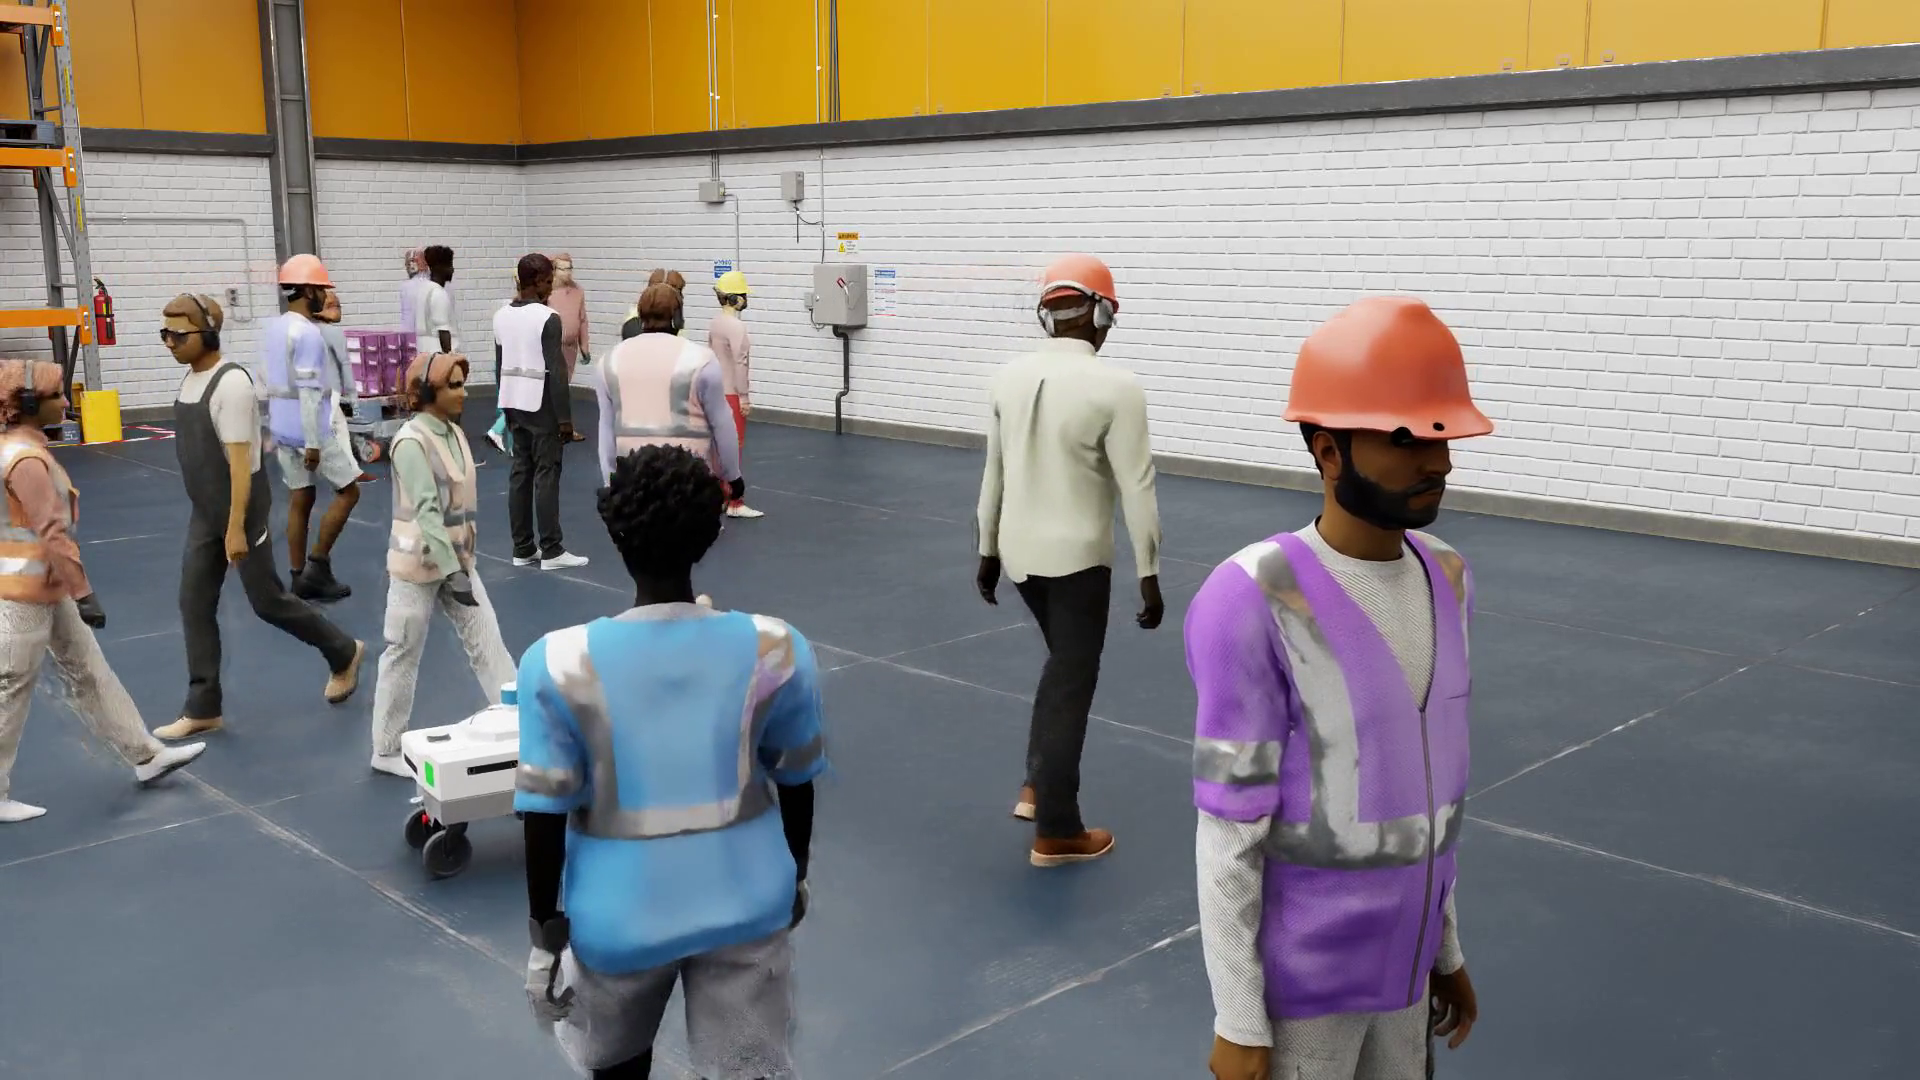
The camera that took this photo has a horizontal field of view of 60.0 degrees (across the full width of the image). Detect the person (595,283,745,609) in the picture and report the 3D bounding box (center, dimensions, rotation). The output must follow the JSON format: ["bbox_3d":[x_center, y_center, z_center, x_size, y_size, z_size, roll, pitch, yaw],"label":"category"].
[{"bbox_3d":[-1.346,-0.316,7.942,0.626,1.796,0.943,4,11,19],"label":"person"}]

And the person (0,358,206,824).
[{"bbox_3d":[-3.118,0.175,5.794,0.812,1.597,0.522,-5,12,-26],"label":"person"}]

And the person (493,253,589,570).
[{"bbox_3d":[-2.586,-0.774,10.114,0.587,1.914,0.391,8,13,36],"label":"person"}]

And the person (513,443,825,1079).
[{"bbox_3d":[-0.526,0.649,3.047,0.555,1.655,0.859,-3,11,-16],"label":"person"}]

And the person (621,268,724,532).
[{"bbox_3d":[-1.936,-0.894,11.078,0.851,1.796,0.679,5,11,23],"label":"person"}]

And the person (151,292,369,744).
[{"bbox_3d":[-2.902,-0.112,6.818,0.526,1.814,0.863,8,13,38],"label":"person"}]

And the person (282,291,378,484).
[{"bbox_3d":[-5.069,-1.185,13.238,0.507,1.588,0.875,7,13,35],"label":"person"}]

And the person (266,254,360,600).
[{"bbox_3d":[-3.584,-0.608,9.190,0.546,1.916,0.435,10,14,42],"label":"person"}]

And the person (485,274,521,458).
[{"bbox_3d":[-3.974,-1.588,15.035,0.493,1.727,0.572,-6,12,-30],"label":"person"}]

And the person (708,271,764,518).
[{"bbox_3d":[-1.641,-1.045,11.990,0.329,1.769,0.526,-6,12,-30],"label":"person"}]

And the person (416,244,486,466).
[{"bbox_3d":[-4.567,-1.582,14.471,0.622,1.975,0.646,-7,13,-34],"label":"person"}]

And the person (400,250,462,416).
[{"bbox_3d":[-5.205,-1.914,16.395,0.613,1.880,0.659,4,11,21],"label":"person"}]

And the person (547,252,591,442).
[{"bbox_3d":[-4.034,-1.926,16.532,0.834,1.864,0.658,7,12,32],"label":"person"}]

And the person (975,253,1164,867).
[{"bbox_3d":[0.359,0.067,5.399,0.525,1.955,0.720,-10,14,-42],"label":"person"}]

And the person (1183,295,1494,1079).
[{"bbox_3d":[0.577,0.617,2.460,0.543,1.939,0.360,-8,13,-37],"label":"person"}]

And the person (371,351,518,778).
[{"bbox_3d":[-1.836,0.115,6.120,0.848,1.598,0.514,2,11,10],"label":"person"}]

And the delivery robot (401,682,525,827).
[{"bbox_3d":[-1.450,0.710,5.469,0.707,0.478,0.477,-6,12,-30],"label":"delivery robot"}]
